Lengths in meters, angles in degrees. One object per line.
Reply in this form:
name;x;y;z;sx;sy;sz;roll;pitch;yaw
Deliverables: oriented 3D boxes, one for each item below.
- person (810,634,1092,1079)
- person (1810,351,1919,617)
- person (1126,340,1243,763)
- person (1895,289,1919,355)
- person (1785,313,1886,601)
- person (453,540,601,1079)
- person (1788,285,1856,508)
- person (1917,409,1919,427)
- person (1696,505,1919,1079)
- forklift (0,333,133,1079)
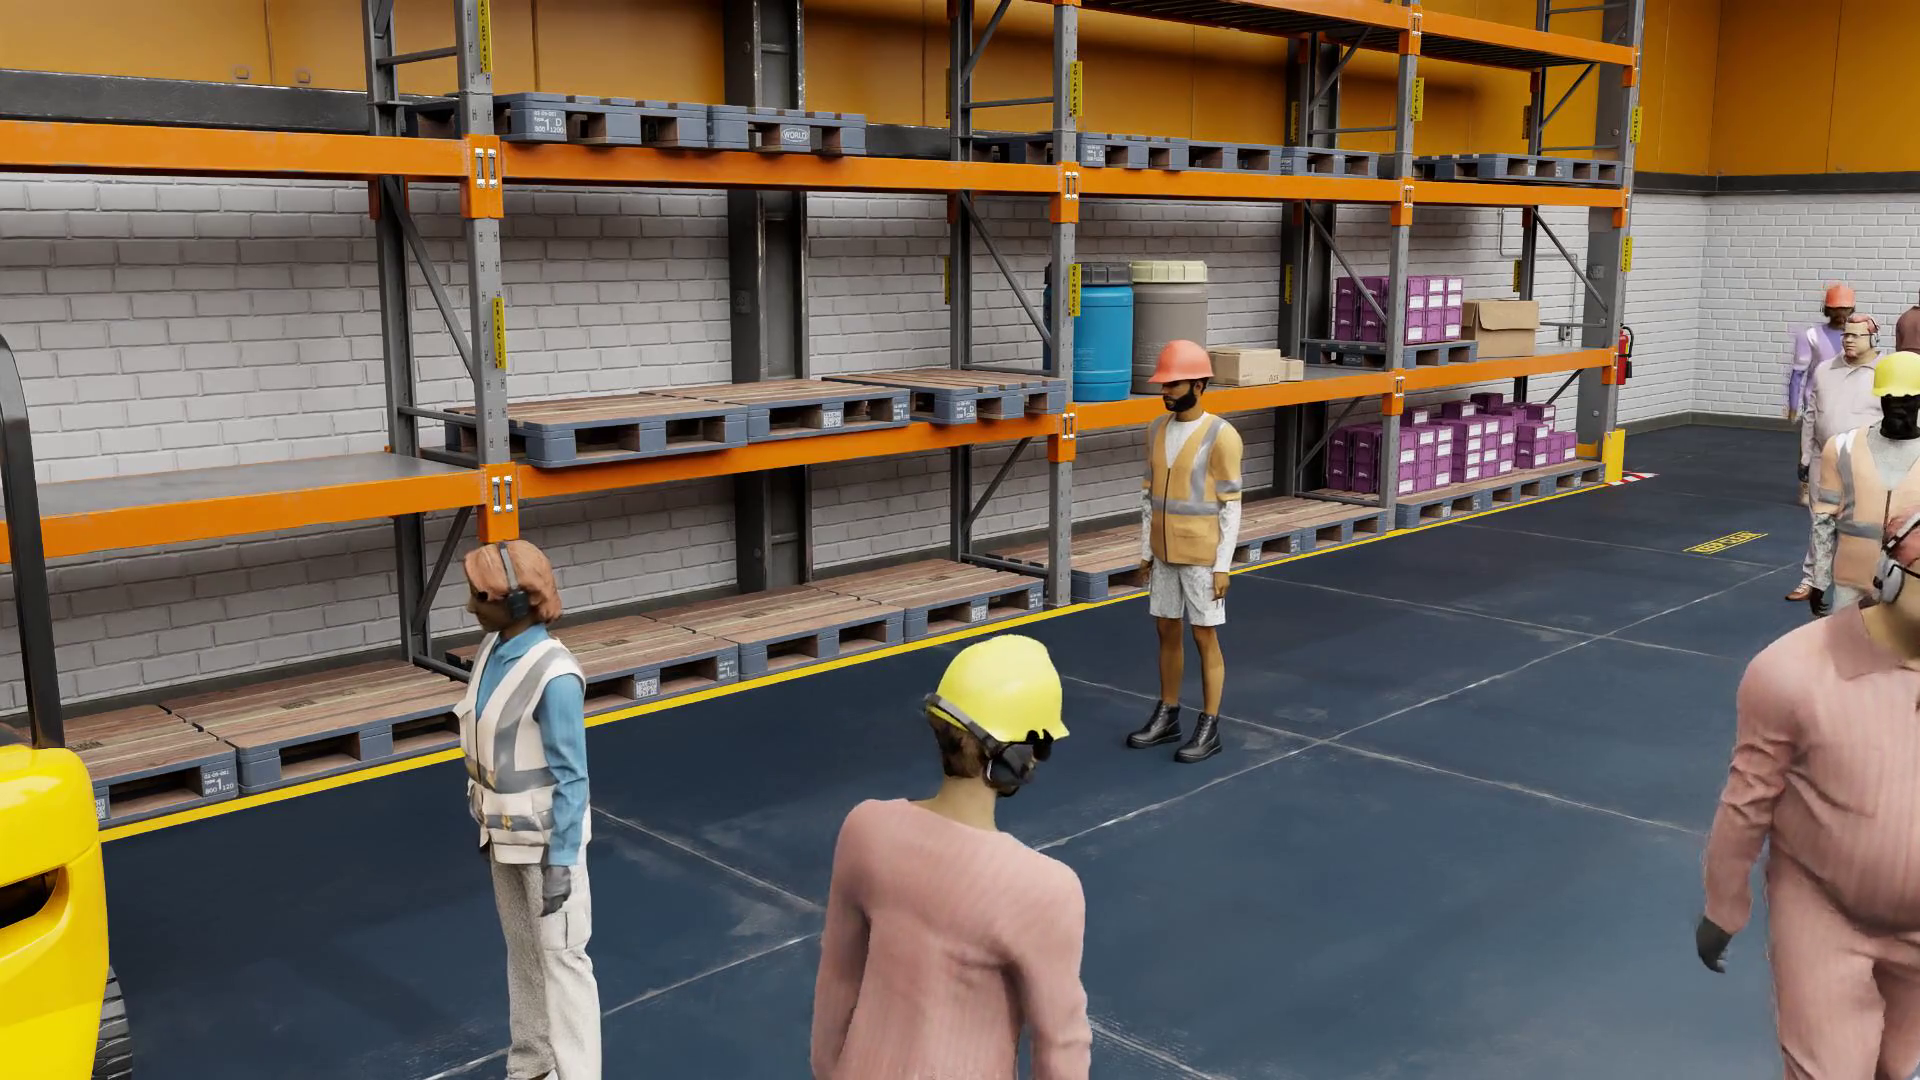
person;-0.034;1.026;2.904;0.602;1.733;0.539;-10;14;-43
person;3.922;0.166;7.050;0.589;1.927;0.387;7;13;35
person;1.022;0.054;7.629;0.379;1.937;0.548;-8;13;-38
person;10.236;-1.771;17.670;0.408;1.908;0.641;-2;11;-13
person;5.733;-0.504;10.756;0.406;1.911;0.637;-8;13;-36
person;-1.131;0.800;4.380;0.312;1.638;0.512;-8;13;-37
person;7.523;-1.212;14.410;0.636;1.991;1.052;3;11;17
person;7.272;-0.714;12.291;0.532;1.765;0.328;1;10;7
person;2.040;0.810;3.746;0.671;1.862;0.982;2;11;9
forklift;-3.289;0.485;4.582;1.214;2.155;2.313;-10;14;-44
